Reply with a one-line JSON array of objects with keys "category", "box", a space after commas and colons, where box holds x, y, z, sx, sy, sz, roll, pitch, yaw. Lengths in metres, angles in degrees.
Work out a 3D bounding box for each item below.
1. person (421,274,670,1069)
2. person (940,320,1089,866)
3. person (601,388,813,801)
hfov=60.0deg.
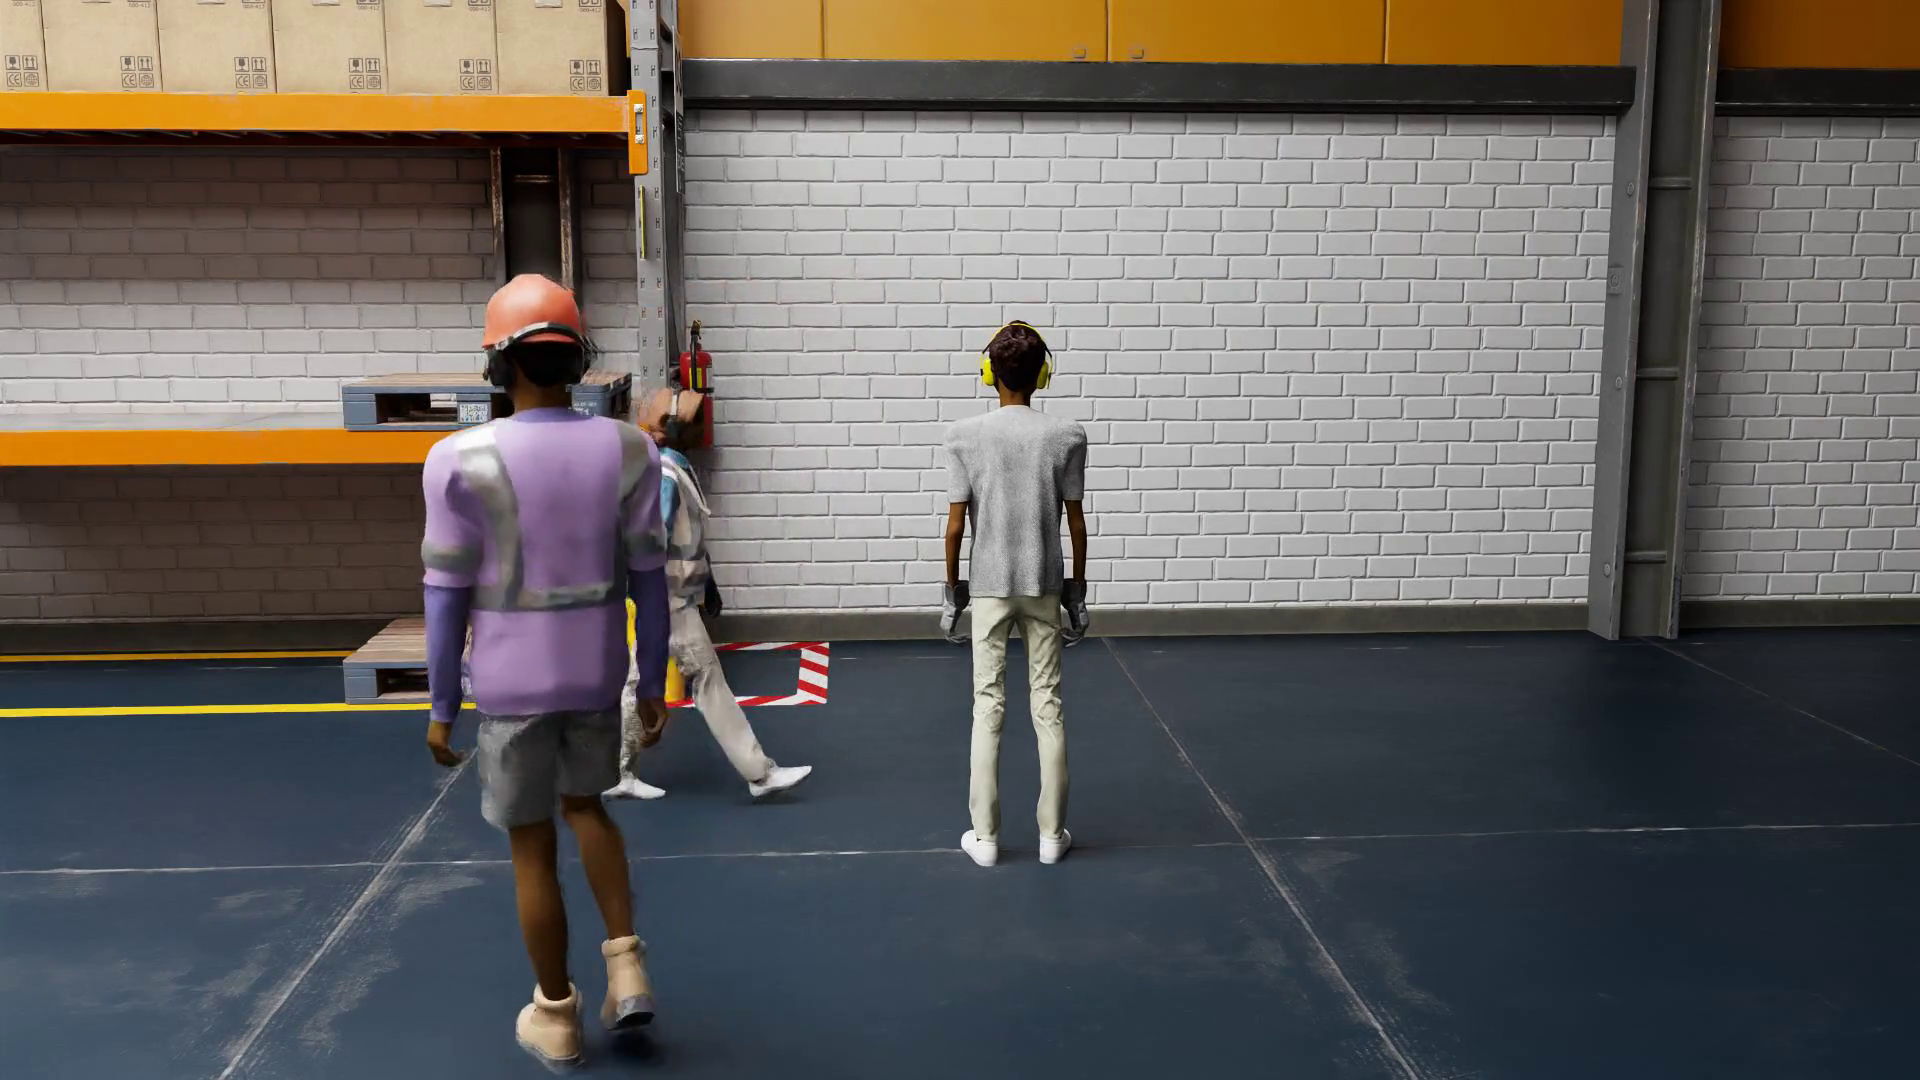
[{"category": "person", "box": [-1.052, 0.350, 4.222, 0.604, 2.029, 0.412, -7, 11, -38]}, {"category": "person", "box": [0.188, 0.190, 5.701, 0.514, 1.872, 0.328, -1, 9, -4]}, {"category": "person", "box": [-1.008, 0.224, 6.319, 0.847, 1.590, 0.543, -1, 9, -5]}]
